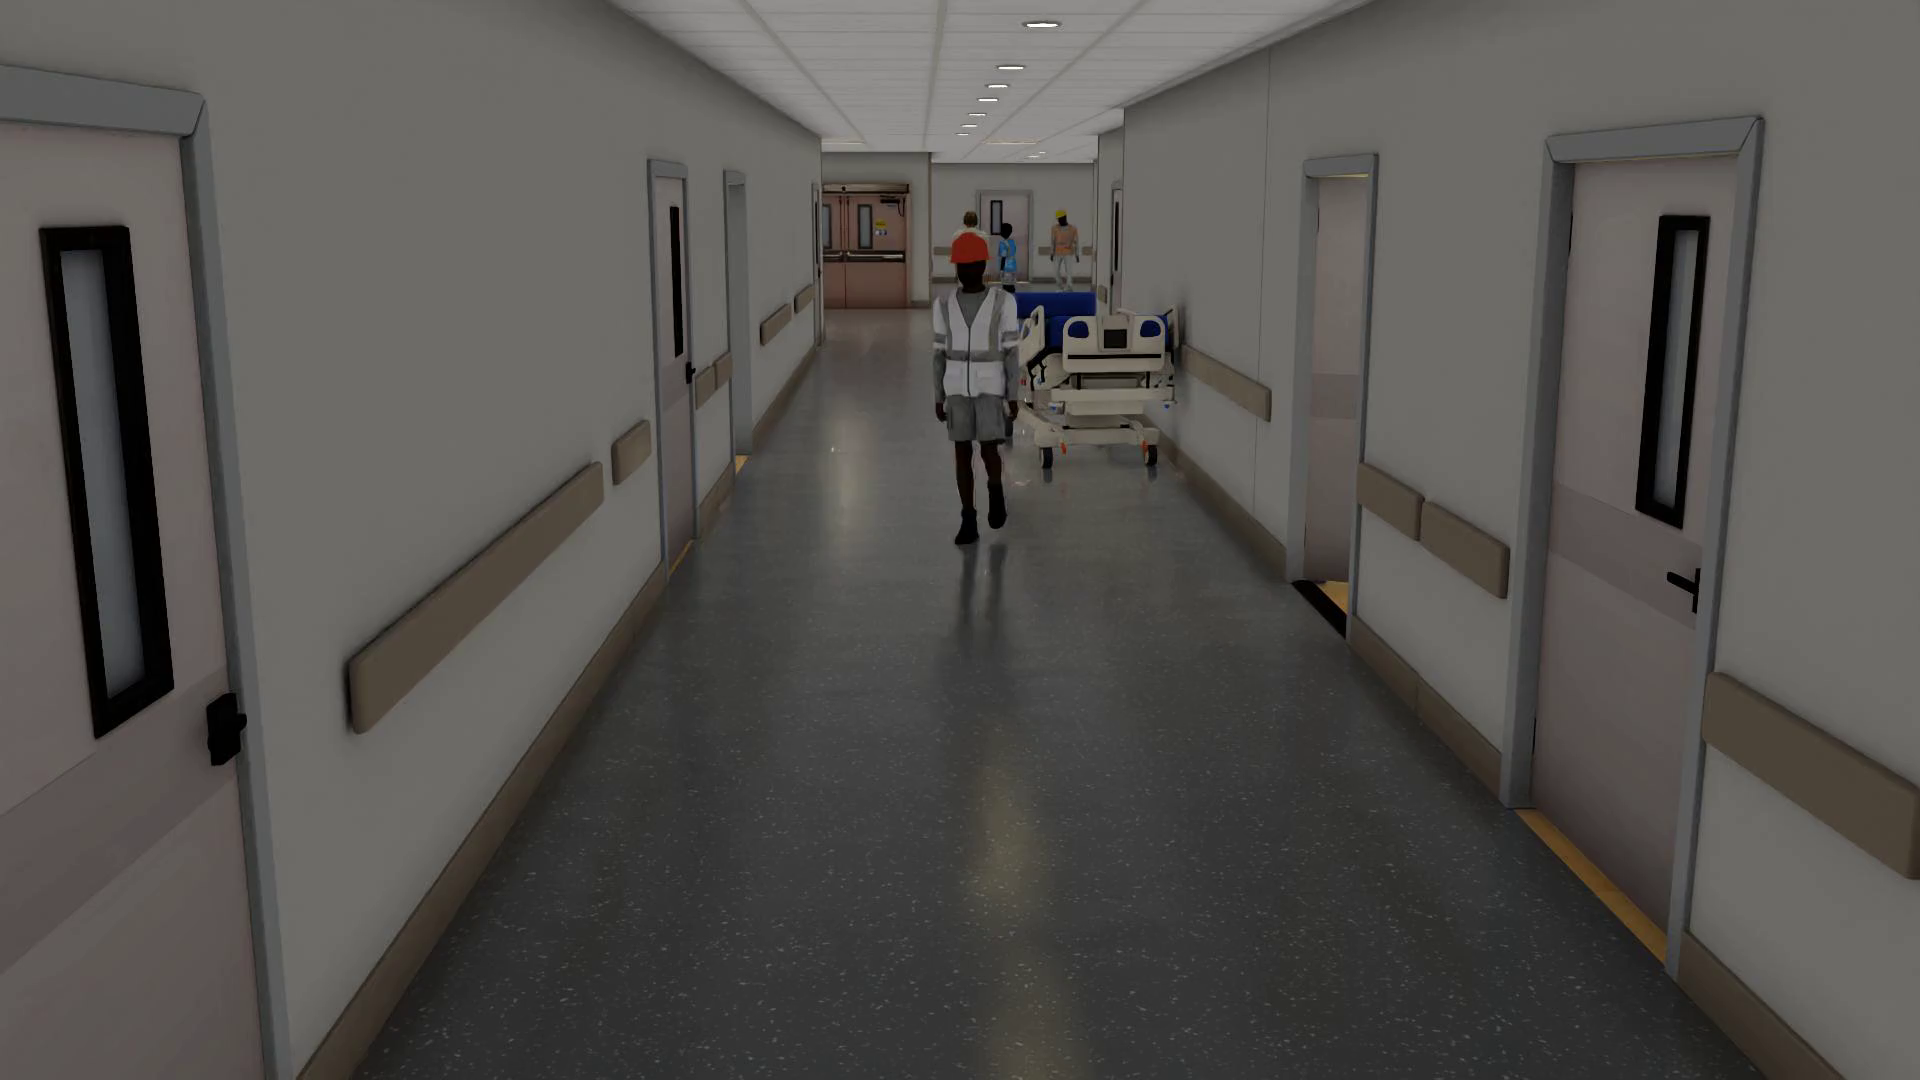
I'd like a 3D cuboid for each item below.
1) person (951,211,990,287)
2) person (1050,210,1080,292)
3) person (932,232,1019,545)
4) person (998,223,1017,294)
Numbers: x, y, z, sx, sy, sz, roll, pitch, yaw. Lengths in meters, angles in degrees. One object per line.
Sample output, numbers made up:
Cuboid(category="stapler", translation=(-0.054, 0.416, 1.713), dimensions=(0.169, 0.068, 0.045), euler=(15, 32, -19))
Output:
Cuboid(category="person", translation=(0.172, -4.256, 26.486), dimensions=(0.632, 1.940, 0.372), euler=(3, 12, 15))
Cuboid(category="person", translation=(2.324, -6.313, 36.608), dimensions=(0.679, 1.894, 0.512), euler=(3, 12, 13))
Cuboid(category="person", translation=(0.098, -0.937, 10.332), dimensions=(0.564, 1.926, 0.491), euler=(3, 12, 16))
Cuboid(category="person", translation=(0.856, -4.893, 30.178), dimensions=(0.322, 1.696, 0.536), euler=(6, 13, 26))
